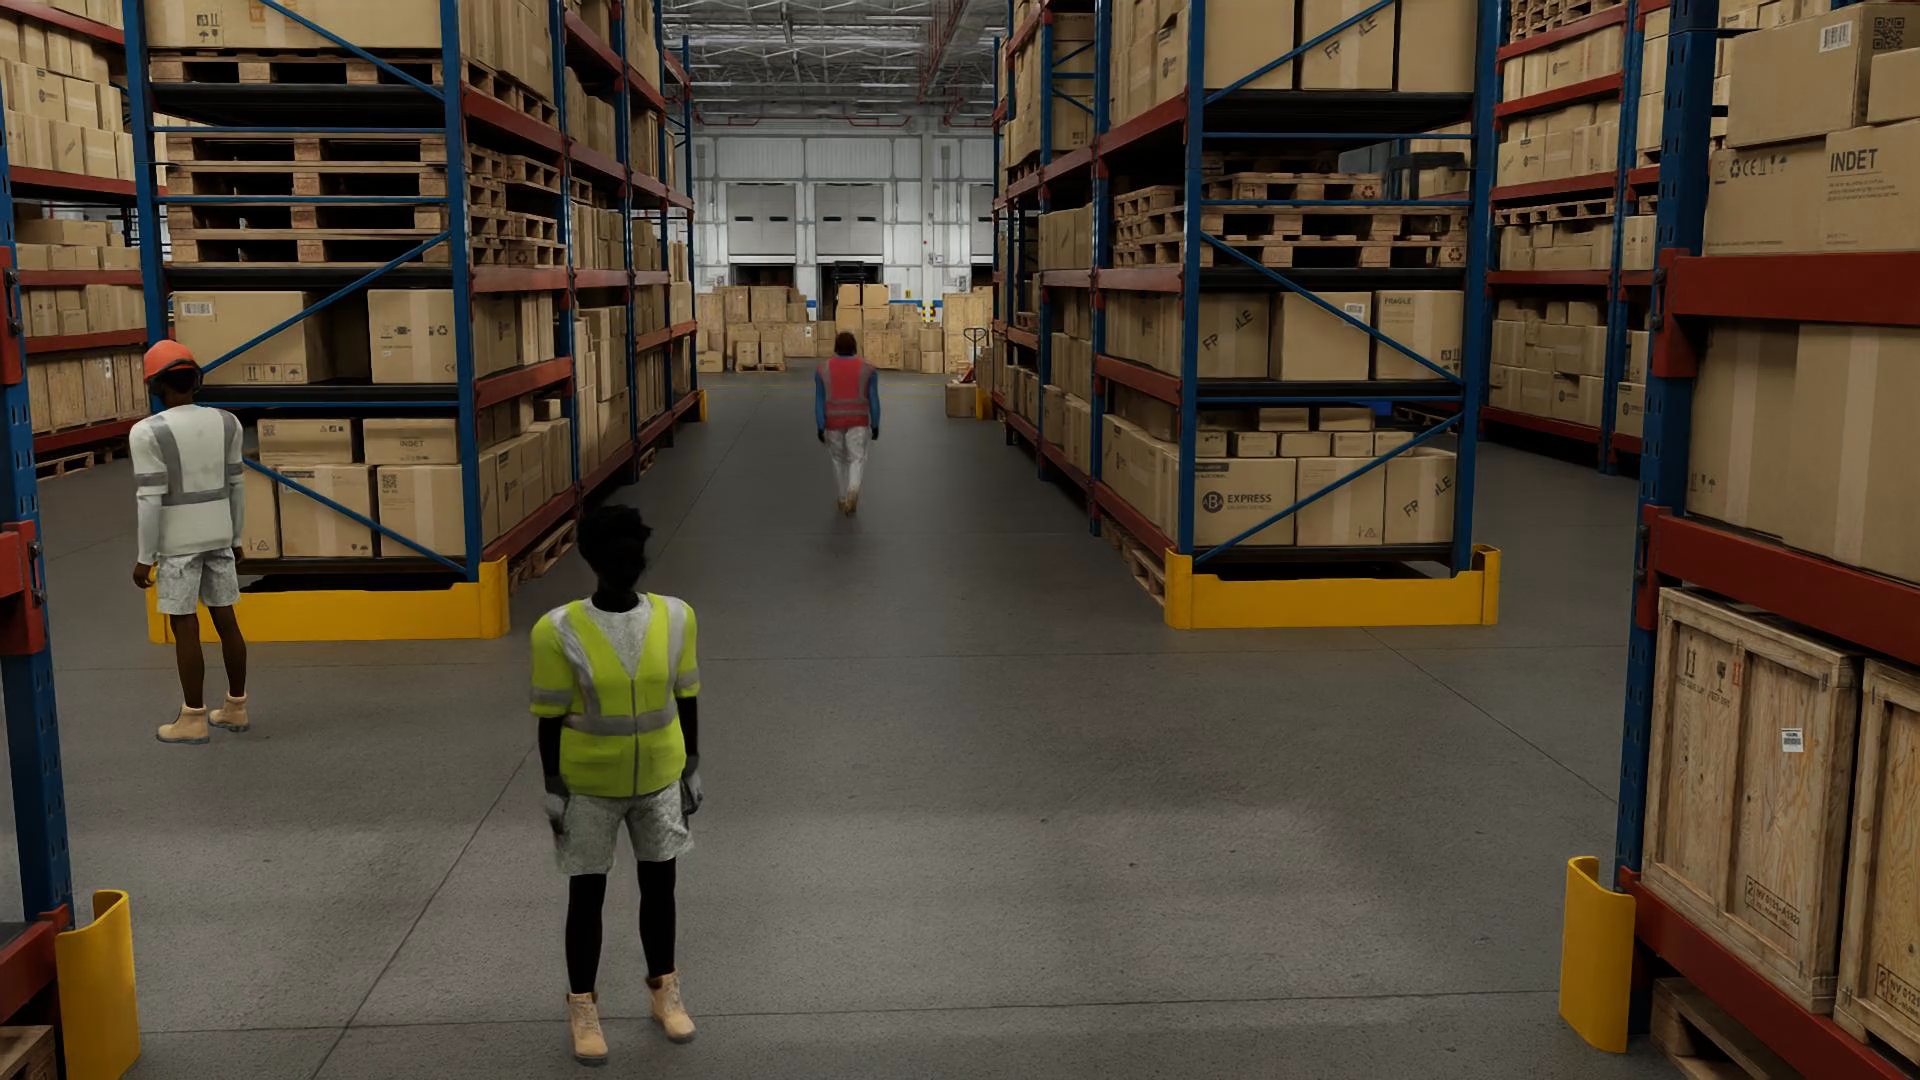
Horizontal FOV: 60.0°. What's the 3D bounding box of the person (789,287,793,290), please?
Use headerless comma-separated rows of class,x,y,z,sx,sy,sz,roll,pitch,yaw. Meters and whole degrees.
person,-5.962,-7.930,58.573,0.552,1.935,0.368,-4,10,-25

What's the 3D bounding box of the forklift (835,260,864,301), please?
forklift,-3.555,-7.608,53.603,1.129,2.768,1.873,-1,9,-4

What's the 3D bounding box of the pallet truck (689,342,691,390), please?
pallet truck,-5.225,-3.008,27.480,1.885,1.965,0.823,2,9,14

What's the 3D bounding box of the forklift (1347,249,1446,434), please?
forklift,6.139,-2.989,24.596,1.873,2.768,1.129,-1,9,-4

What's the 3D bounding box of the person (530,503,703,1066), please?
person,-1.020,0.723,5.021,0.530,1.690,0.318,-5,10,-29

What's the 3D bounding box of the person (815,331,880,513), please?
person,-1.111,-1.151,16.396,0.629,1.818,0.763,0,9,0

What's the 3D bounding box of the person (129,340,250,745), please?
person,-3.896,0.015,8.391,0.392,2.033,0.605,5,10,28

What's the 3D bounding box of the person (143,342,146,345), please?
person,-21.930,-5.691,44.804,0.507,1.846,0.343,4,10,24
